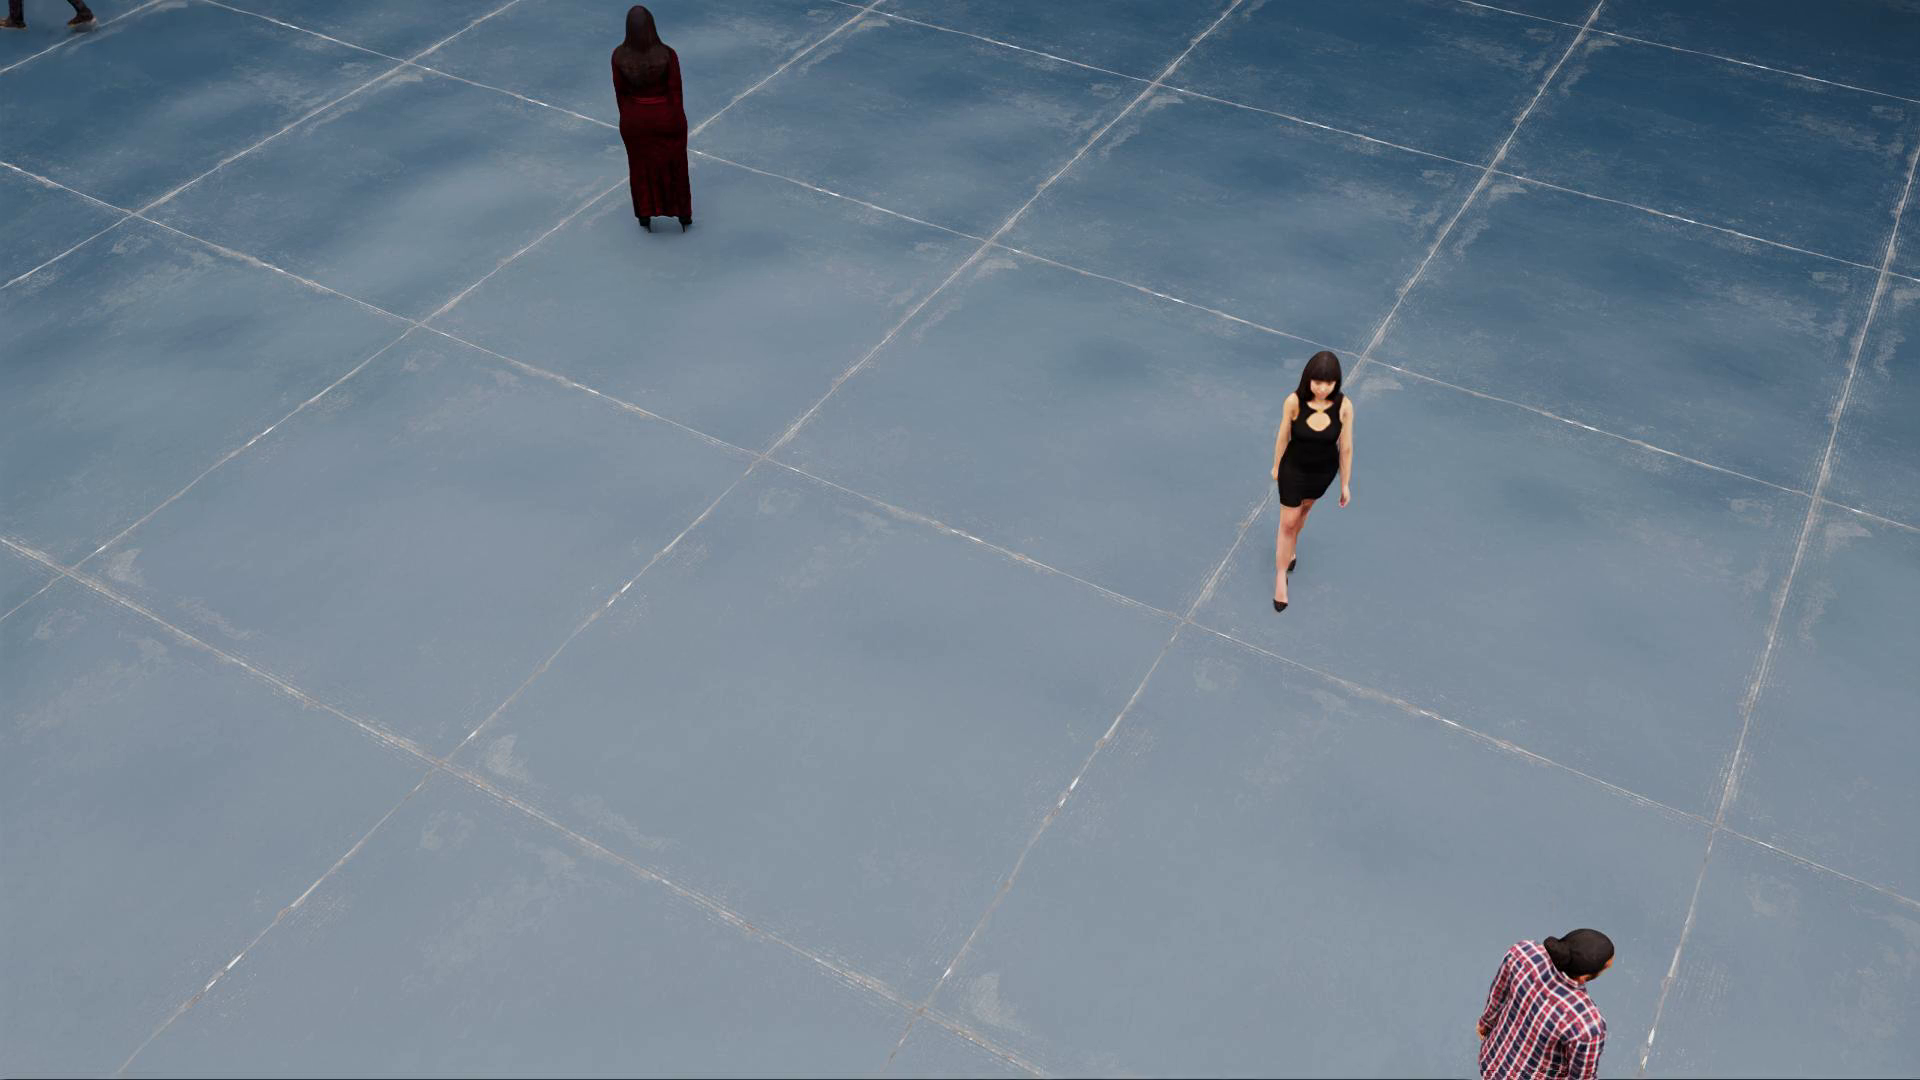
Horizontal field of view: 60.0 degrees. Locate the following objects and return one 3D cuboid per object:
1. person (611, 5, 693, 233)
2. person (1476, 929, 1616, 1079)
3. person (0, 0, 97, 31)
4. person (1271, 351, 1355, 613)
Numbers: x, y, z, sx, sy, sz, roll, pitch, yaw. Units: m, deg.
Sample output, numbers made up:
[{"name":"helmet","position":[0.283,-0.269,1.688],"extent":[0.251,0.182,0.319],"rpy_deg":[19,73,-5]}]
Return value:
[{"name":"person","position":[-2.275,-3.095,12.328],"extent":[0.784,1.757,0.815],"rpy_deg":[-2,42,-2]},{"name":"person","position":[2.196,2.117,6.598],"extent":[1.047,1.744,0.966],"rpy_deg":[-17,45,-17]},{"name":"person","position":[-8.320,-5.359,14.843],"extent":[1.024,1.727,1.161],"rpy_deg":[-11,43,-12]},{"name":"person","position":[1.985,-0.446,9.508],"extent":[0.803,1.626,0.953],"rpy_deg":[1,42,1]}]
